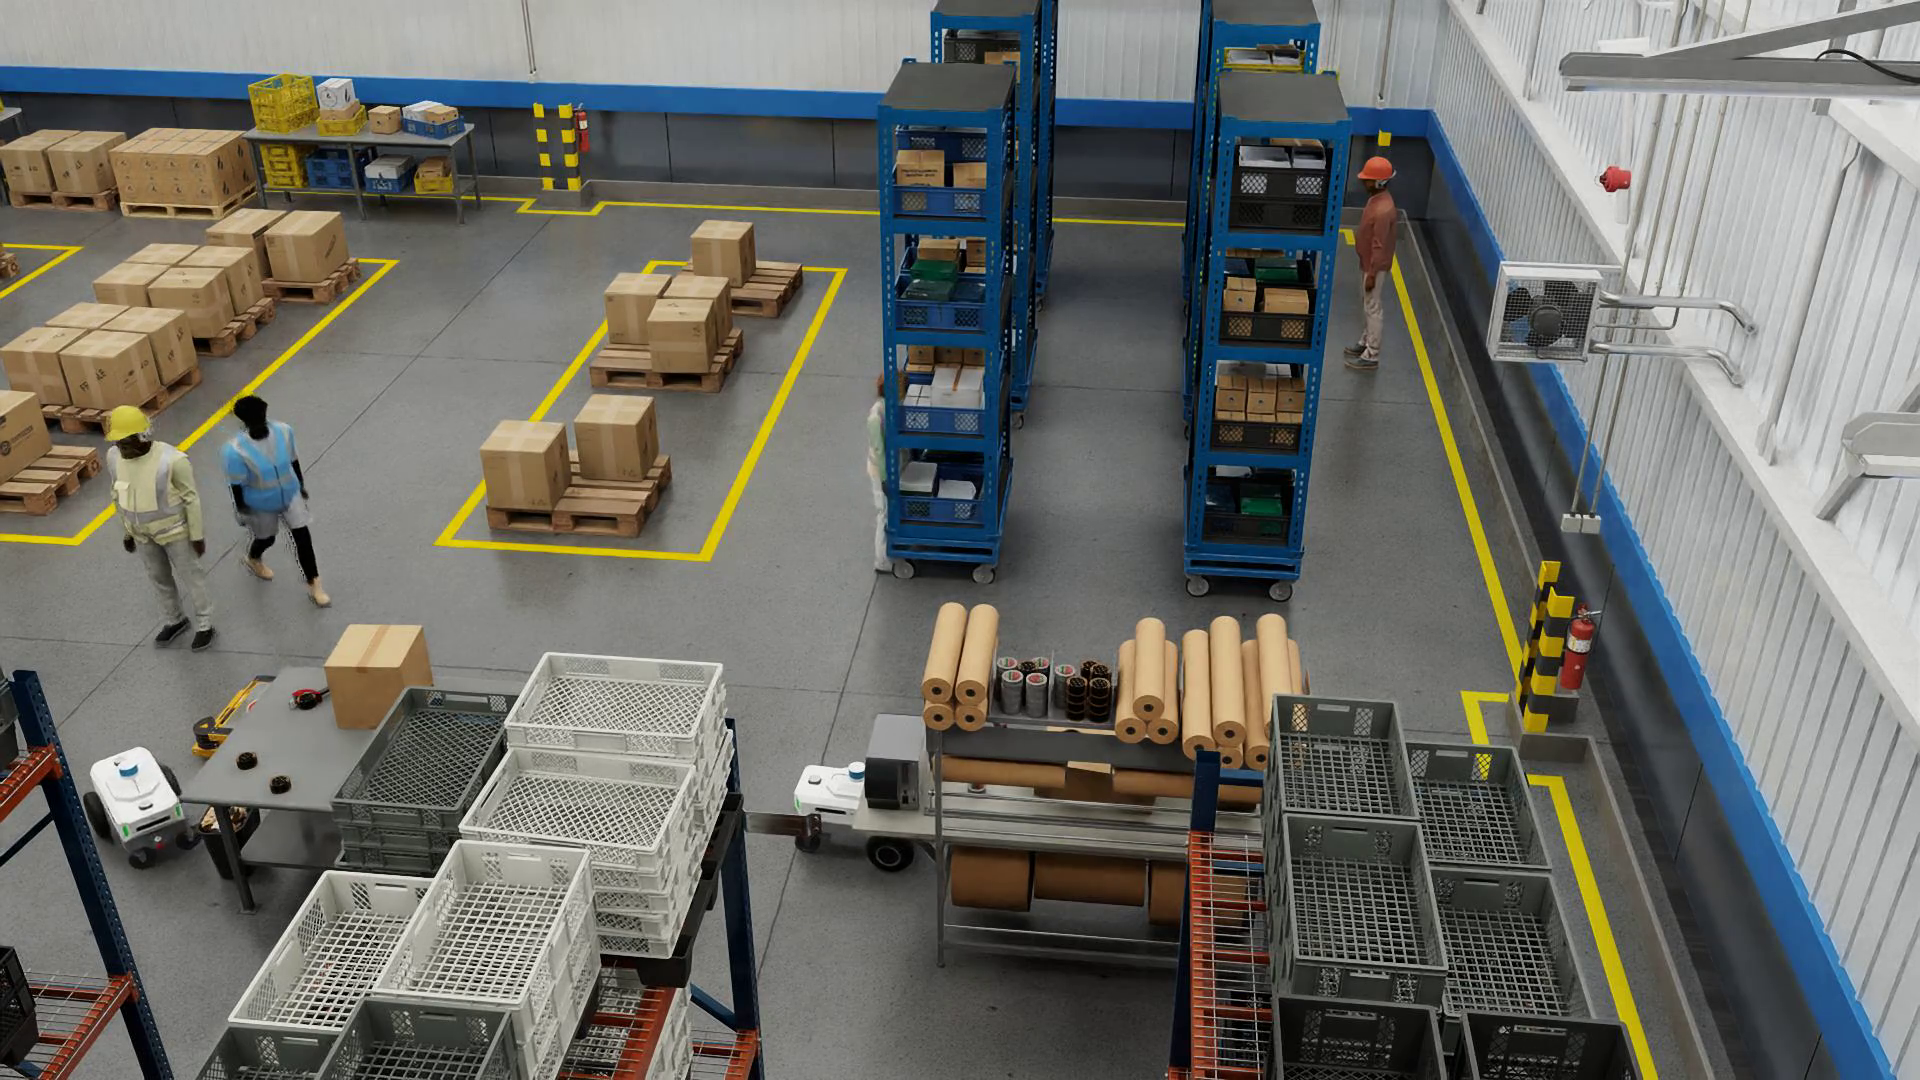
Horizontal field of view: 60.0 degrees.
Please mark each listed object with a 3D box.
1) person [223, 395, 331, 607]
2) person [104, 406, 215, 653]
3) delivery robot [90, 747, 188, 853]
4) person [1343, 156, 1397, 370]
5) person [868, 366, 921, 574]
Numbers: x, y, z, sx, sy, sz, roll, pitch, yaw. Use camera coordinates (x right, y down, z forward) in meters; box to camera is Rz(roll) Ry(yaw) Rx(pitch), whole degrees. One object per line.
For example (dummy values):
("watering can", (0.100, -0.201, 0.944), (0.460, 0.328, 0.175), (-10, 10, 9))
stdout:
("person", (-4.936, -0.331, 11.846), (0.786, 1.656, 0.563), (24, 38, 35))
("person", (-5.415, -0.077, 11.251), (0.617, 1.824, 0.406), (5, 31, 8))
("delivery robot", (-4.797, 1.500, 9.700), (0.477, 0.478, 0.707), (-22, 37, -32))
("person", (3.781, -2.564, 15.366), (0.421, 1.983, 0.617), (4, 30, 7))
("person", (-0.486, -0.528, 12.208), (0.359, 1.629, 0.528), (15, 34, 25))
